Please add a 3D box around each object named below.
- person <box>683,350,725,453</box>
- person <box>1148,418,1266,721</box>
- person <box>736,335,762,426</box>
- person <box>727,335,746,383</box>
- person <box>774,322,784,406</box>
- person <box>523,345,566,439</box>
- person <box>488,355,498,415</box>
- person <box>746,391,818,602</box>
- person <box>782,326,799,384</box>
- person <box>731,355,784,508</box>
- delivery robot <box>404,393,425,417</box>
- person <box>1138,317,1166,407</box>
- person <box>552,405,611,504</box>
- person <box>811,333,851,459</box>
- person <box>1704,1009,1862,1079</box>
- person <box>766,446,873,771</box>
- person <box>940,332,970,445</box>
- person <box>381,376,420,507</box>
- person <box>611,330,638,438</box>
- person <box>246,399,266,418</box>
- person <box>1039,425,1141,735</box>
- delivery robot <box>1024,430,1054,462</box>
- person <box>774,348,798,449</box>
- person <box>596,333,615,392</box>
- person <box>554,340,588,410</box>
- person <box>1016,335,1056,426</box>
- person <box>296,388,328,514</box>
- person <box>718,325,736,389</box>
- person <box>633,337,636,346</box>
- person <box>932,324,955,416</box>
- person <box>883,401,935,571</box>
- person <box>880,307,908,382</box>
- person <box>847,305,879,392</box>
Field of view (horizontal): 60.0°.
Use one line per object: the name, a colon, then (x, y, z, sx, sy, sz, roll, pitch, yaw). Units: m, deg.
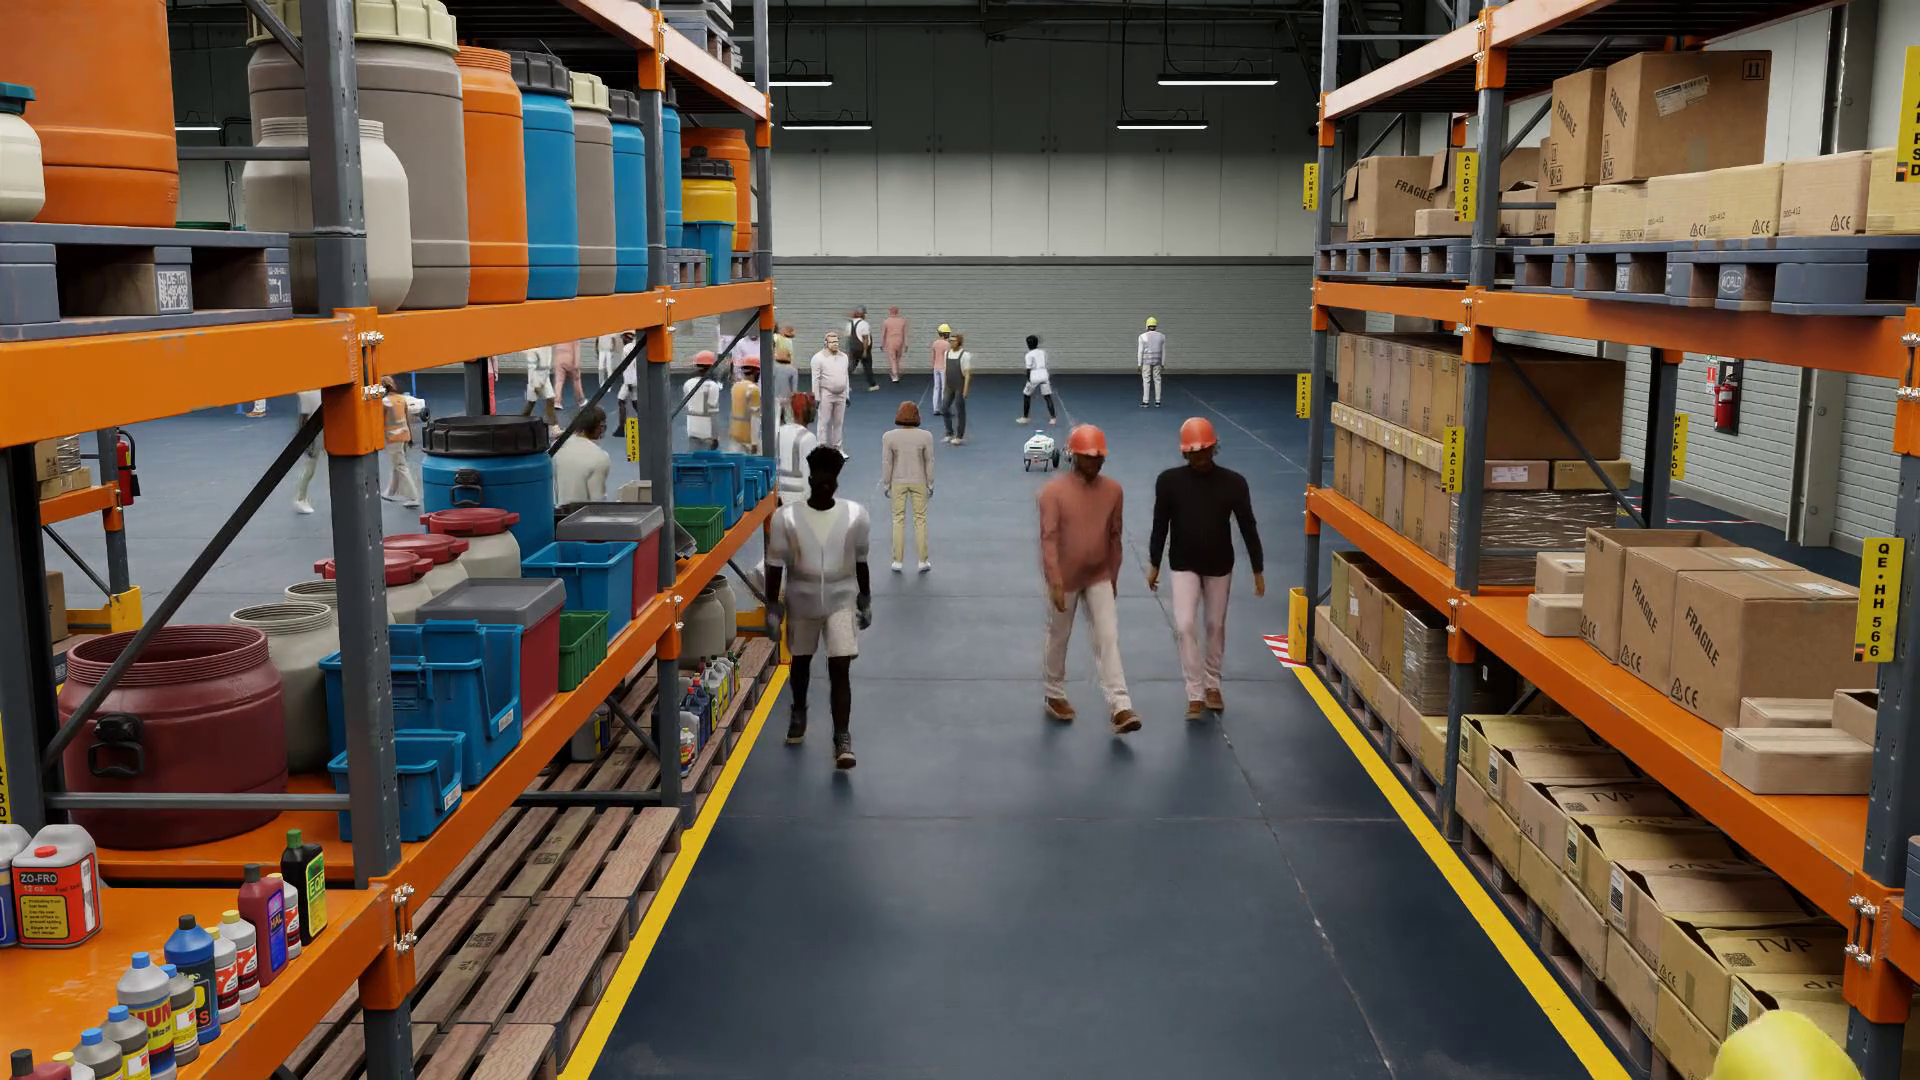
person: (-3.028, -1.285, 19.722, 0.543, 1.920, 0.426, 5, 11, 29)
person: (1.599, 0.189, 10.759, 0.758, 1.945, 0.878, 1, 10, 8)
person: (-3.691, -2.963, 29.855, 0.673, 1.886, 0.514, -2, 10, -12)
person: (-4.112, -3.041, 30.963, 0.592, 1.679, 0.546, -7, 12, -37)
person: (-3.780, -3.439, 32.993, 0.986, 1.785, 0.628, 2, 10, 10)
person: (-7.017, -2.663, 27.858, 1.111, 1.949, 0.616, 5, 11, 29)
person: (-8.891, -3.099, 31.032, 0.534, 1.767, 0.314, -3, 10, -15)
person: (-1.449, -0.342, 14.241, 0.737, 1.866, 0.584, -7, 12, -35)
person: (-3.587, -3.717, 35.170, 0.563, 1.613, 0.503, -6, 11, -30)
person: (-2.375, -1.201, 19.317, 0.545, 1.879, 0.927, 9, 13, 43)
delivery robot: (-10.243, -2.492, 30.843, 0.477, 0.478, 0.707, 2, 9, 13)
person: (3.908, -3.636, 34.044, 0.591, 1.833, 0.404, -2, 10, -12)
person: (-2.945, -0.105, 12.767, 0.663, 1.891, 1.000, 6, 11, 31)
person: (-1.910, -2.152, 24.936, 0.651, 1.906, 0.403, -7, 12, -37)
person: (1.238, 1.629, 2.574, 0.600, 1.807, 0.728, -1, 9, -3)
person: (-0.839, 0.376, 9.884, 0.631, 1.887, 1.133, -1, 10, -7)
person: (-0.118, -2.446, 26.917, 0.540, 1.830, 0.560, 7, 12, 34)
person: (-6.874, -1.192, 20.113, 0.764, 1.590, 0.526, 3, 10, 15)
person: (-5.593, -2.650, 28.025, 0.702, 1.873, 0.636, 2, 10, 13)
person: (-13.536, -3.322, 31.847, 0.375, 1.939, 0.628, -1, 10, -7)
person: (0.789, 0.246, 10.474, 0.628, 1.936, 1.028, -3, 10, -19)
delivery robot: (1.141, -1.332, 23.911, 0.477, 0.478, 0.707, 2, 10, 11)
person: (-2.822, -2.249, 26.425, 0.500, 1.606, 0.729, 0, 9, 2)
person: (-8.092, -4.287, 37.940, 0.488, 1.843, 0.588, 0, 9, 1)
person: (-7.939, -3.576, 33.648, 0.639, 1.854, 1.010, 2, 10, 12)
person: (1.422, -2.901, 30.253, 0.556, 1.633, 0.790, -7, 12, -38)
person: (-7.505, -1.184, 19.433, 1.017, 1.823, 0.525, 6, 11, 33)
person: (-5.285, -4.335, 38.023, 0.601, 1.905, 0.700, -6, 11, -32)
person: (-6.639, -3.852, 35.281, 0.580, 1.859, 0.831, -2, 10, -9)
person: (-0.329, -3.283, 32.137, 0.329, 1.765, 0.526, -9, 13, -42)
person: (-0.492, -0.519, 15.972, 0.497, 1.633, 0.285, 0, 9, 0)
person: (-1.662, -4.861, 41.308, 0.671, 1.850, 0.984, -4, 10, -21)
person: (-2.336, -4.415, 38.217, 0.685, 2.000, 1.062, 9, 13, 42)
